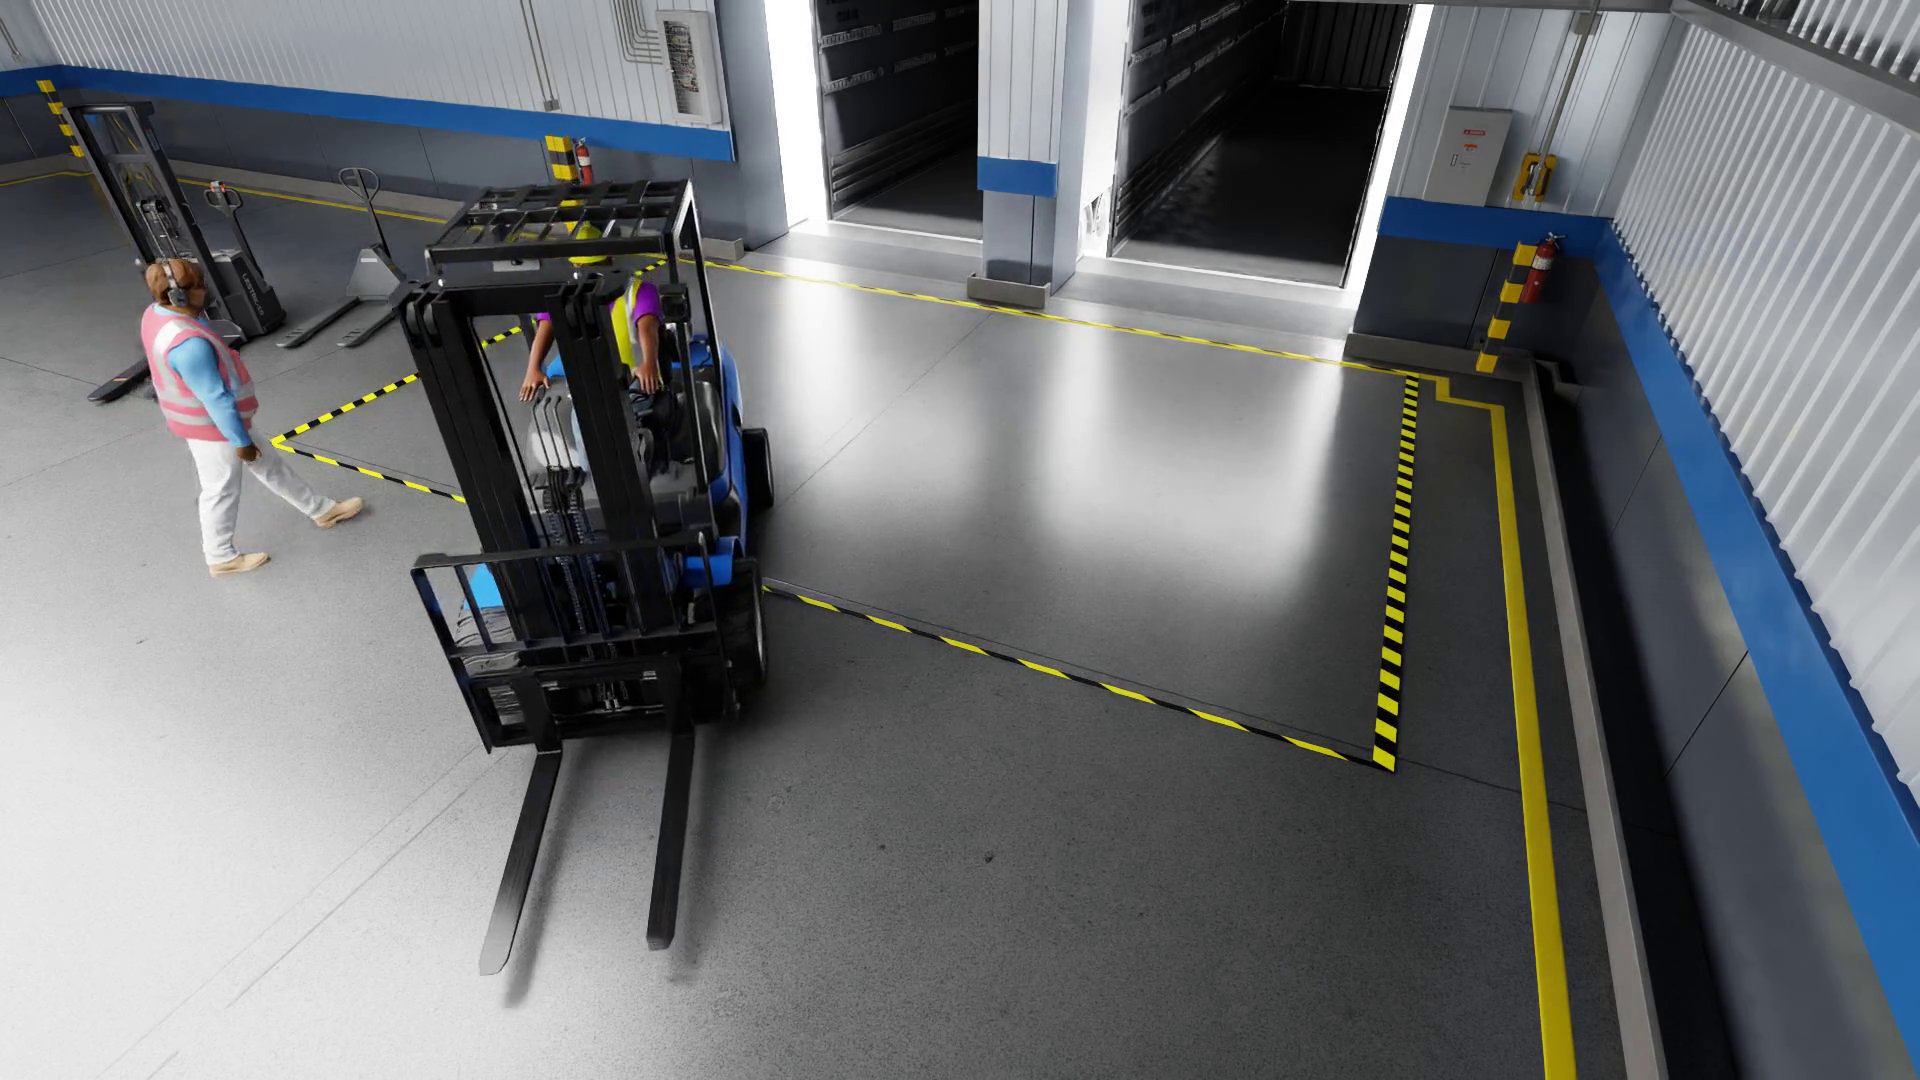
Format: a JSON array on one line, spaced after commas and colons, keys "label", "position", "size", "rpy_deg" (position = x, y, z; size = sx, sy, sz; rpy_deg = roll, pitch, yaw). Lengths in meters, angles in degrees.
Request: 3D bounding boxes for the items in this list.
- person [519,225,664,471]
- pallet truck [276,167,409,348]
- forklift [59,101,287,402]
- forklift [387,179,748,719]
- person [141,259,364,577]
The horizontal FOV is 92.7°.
[{"label": "person", "position": [-1.769, -0.784, 4.504], "size": [0.635, 1.293, 1.004], "rpy_deg": [-5, 35, -7]}, {"label": "pallet truck", "position": [-5.732, -2.611, 8.414], "size": [0.680, 1.201, 1.601], "rpy_deg": [-1, 35, -1]}, {"label": "forklift", "position": [-6.686, -2.387, 7.434], "size": [0.823, 1.965, 1.885], "rpy_deg": [-3, 35, -5]}, {"label": "forklift", "position": [-1.772, -0.665, 4.660], "size": [1.157, 2.036, 2.680], "rpy_deg": [-5, 35, -7]}, {"label": "person", "position": [-4.127, -0.686, 5.187], "size": [0.884, 1.790, 0.639], "rpy_deg": [-27, 43, -33]}]
